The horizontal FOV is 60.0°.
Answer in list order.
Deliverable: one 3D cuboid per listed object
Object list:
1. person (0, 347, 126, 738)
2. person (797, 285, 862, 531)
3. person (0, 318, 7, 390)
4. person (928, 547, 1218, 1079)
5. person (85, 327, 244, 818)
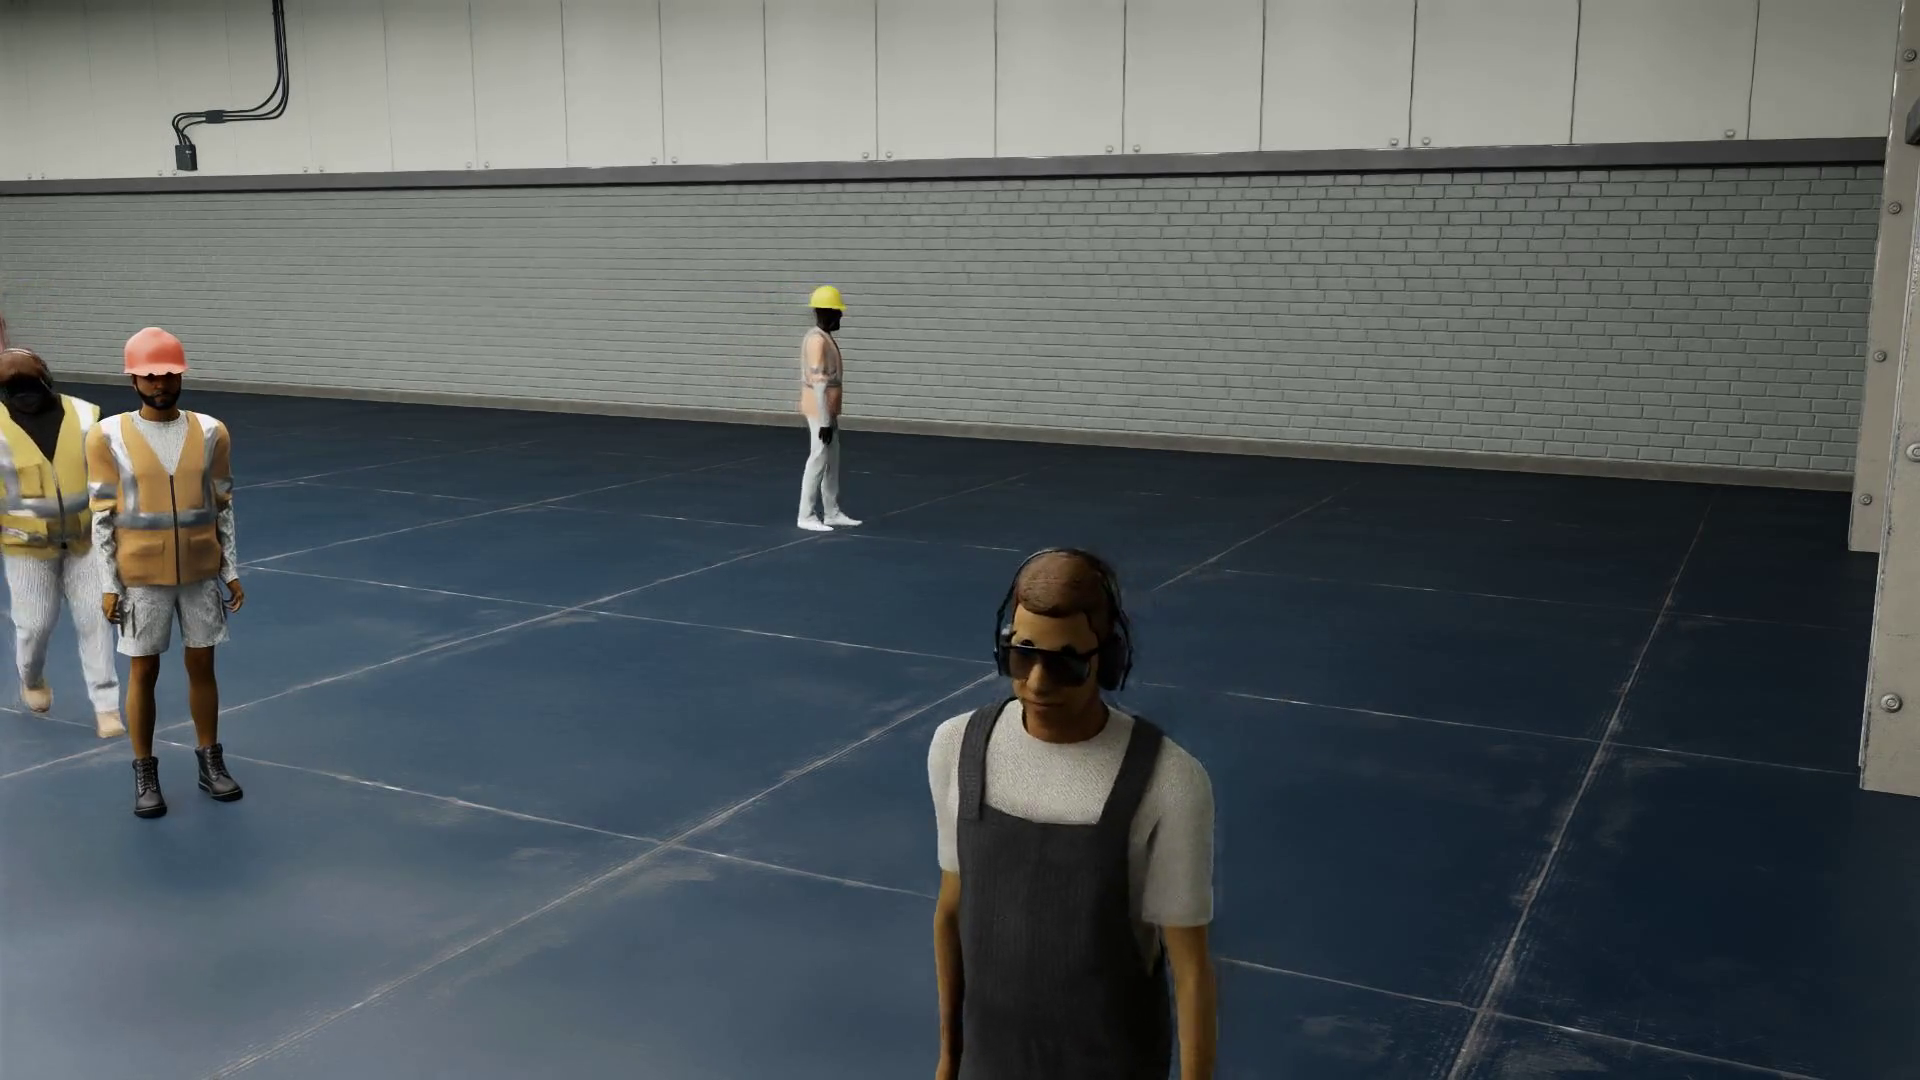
[{"bbox_3d":[-4.221,0.006,7.675,0.654,1.805,0.683,-9,14,-41],"label":"person"},{"bbox_3d":[-1.042,-1.031,13.018,0.398,1.927,0.608,0,10,1],"label":"person"},{"bbox_3d":[-11.879,-2.305,20.468,0.517,1.735,0.871,7,13,34],"label":"person"},{"bbox_3d":[0.163,0.901,2.762,0.533,1.814,0.798,5,11,24],"label":"person"},{"bbox_3d":[-3.150,0.124,6.646,0.542,1.939,0.363,-8,13,-39],"label":"person"}]
